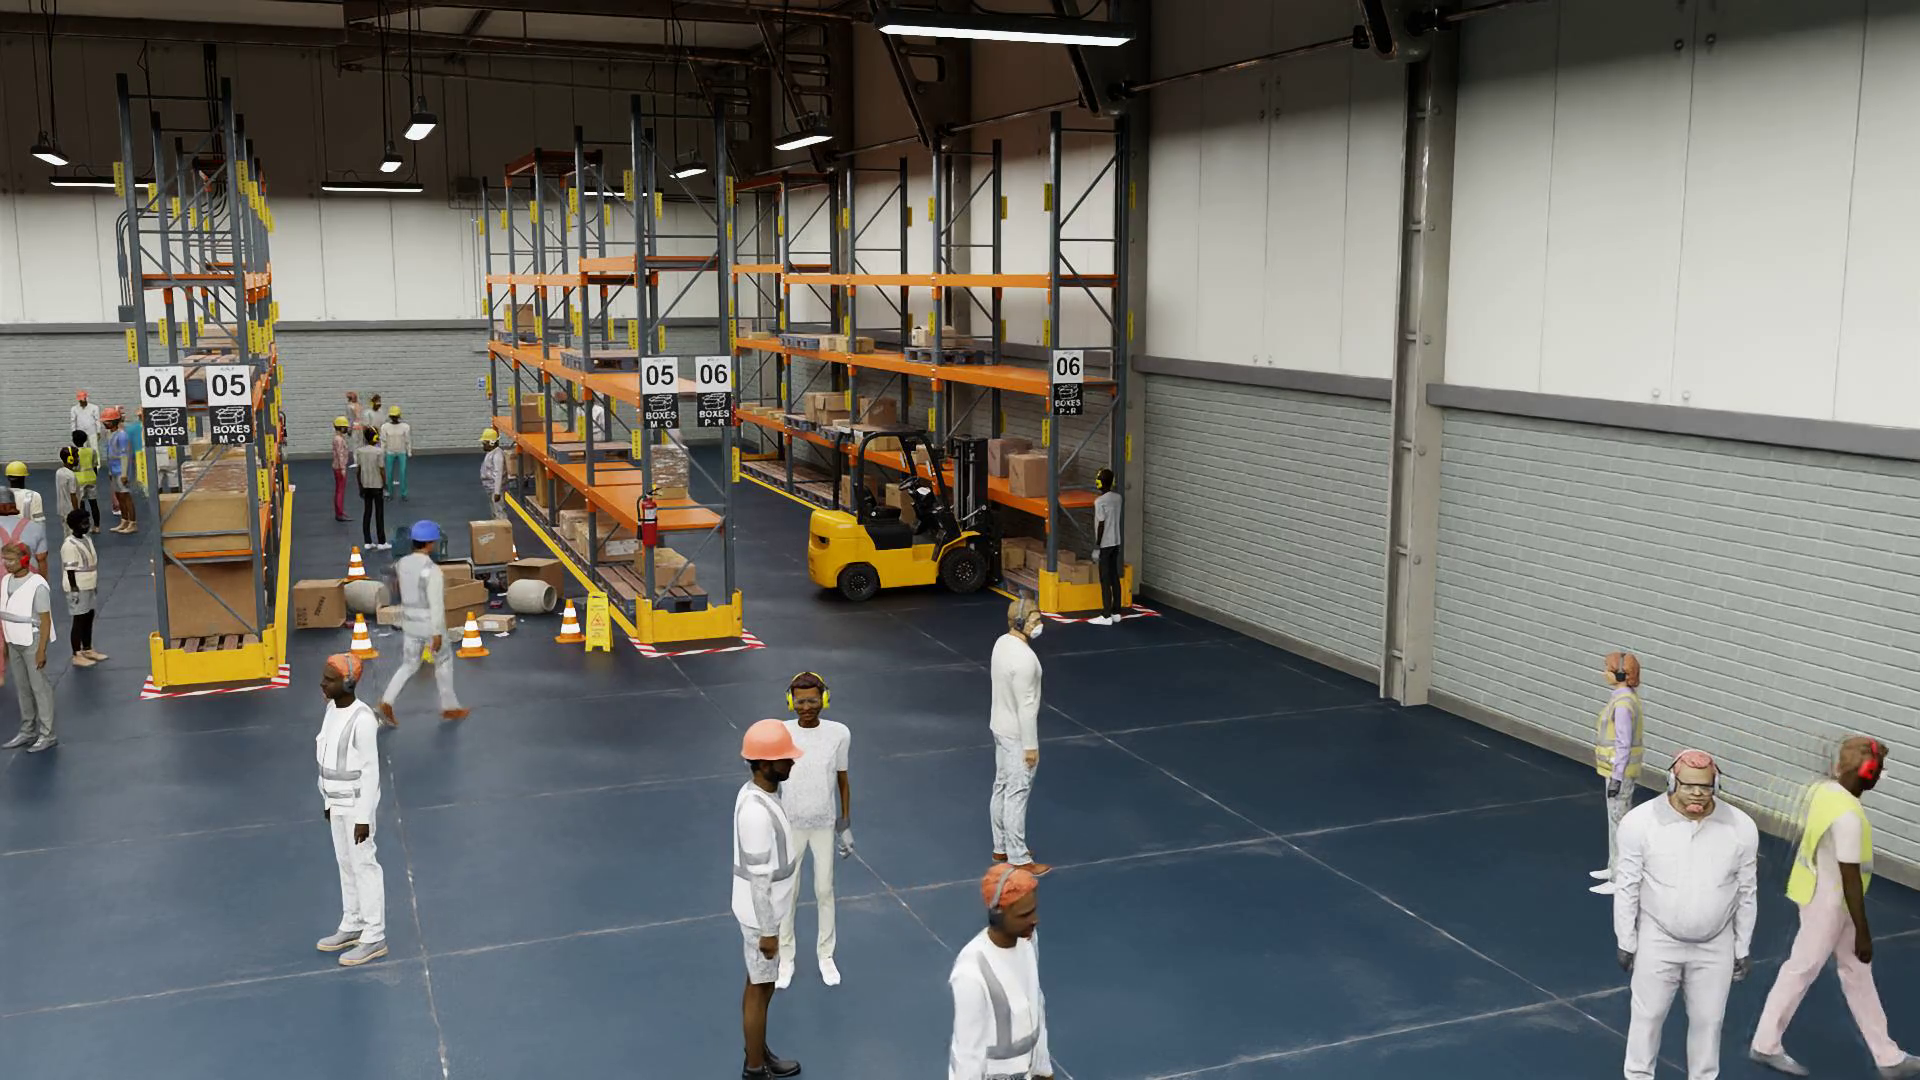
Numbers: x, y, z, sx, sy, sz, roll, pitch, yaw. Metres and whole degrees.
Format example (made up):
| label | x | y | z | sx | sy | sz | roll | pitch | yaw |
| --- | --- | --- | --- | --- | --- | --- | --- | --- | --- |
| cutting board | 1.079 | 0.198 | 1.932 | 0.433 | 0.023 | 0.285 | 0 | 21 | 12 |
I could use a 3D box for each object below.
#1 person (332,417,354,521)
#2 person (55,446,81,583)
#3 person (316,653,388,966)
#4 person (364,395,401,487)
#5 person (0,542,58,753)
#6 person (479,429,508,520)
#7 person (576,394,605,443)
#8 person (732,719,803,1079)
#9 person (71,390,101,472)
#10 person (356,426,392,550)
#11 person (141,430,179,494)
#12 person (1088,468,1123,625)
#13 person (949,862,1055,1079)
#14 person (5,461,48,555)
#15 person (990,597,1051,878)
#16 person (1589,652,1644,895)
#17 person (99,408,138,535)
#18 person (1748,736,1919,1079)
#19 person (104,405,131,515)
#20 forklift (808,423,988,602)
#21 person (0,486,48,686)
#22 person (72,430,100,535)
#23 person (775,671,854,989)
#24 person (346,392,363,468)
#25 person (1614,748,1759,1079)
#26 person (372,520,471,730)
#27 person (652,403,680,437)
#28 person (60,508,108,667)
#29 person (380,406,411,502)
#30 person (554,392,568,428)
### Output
| label | x | y | z | sx | sy | sz | roll | pitch | yaw |
| --- | --- | --- | --- | --- | --- | --- | --- | --- | --- |
| person | -10.423 | -1.201 | 28.076 | 0.325 | 1.765 | 0.533 | -4 | 10 | -24 |
| person | -11.902 | -0.326 | 22.271 | 0.525 | 1.867 | 0.317 | 8 | 12 | 41 |
| person | -3.689 | 1.605 | 10.037 | 0.355 | 1.885 | 0.576 | -8 | 12 | -42 |
| person | -11.366 | -1.933 | 32.515 | 0.975 | 1.821 | 0.540 | 3 | 9 | 16 |
| person | -8.109 | 0.918 | 14.473 | 0.567 | 1.848 | 0.389 | 5 | 10 | 27 |
| person | -7.073 | -0.781 | 25.264 | 0.404 | 1.825 | 0.594 | -4 | 10 | -25 |
| person | -7.227 | -1.996 | 32.749 | 0.726 | 1.860 | 0.663 | 0 | 9 | -3 |
| person | -0.960 | 1.846 | 8.357 | 0.364 | 1.935 | 0.542 | -1 | 9 | -6 |
| person | -18.372 | -2.281 | 34.961 | 0.577 | 1.737 | 0.354 | -2 | 9 | -12 |
| person | -8.857 | -0.781 | 25.102 | 0.513 | 1.871 | 0.329 | 3 | 9 | 18 |
| person | -13.104 | -1.217 | 27.375 | 0.619 | 2.030 | 0.454 | -4 | 10 | -23 |
| person | 1.725 | 0.080 | 19.708 | 0.335 | 1.864 | 0.521 | 7 | 11 | 38 |
| person | 0.165 | 2.160 | 6.558 | 0.392 | 1.878 | 0.608 | 5 | 10 | 26 |
| person | -11.218 | 0.021 | 19.871 | 0.594 | 1.925 | 0.378 | -1 | 9 | -8 |
| person | 0.397 | 1.349 | 11.489 | 0.377 | 1.936 | 0.628 | -2 | 9 | -15 |
| person | 4.399 | 1.554 | 11.123 | 0.308 | 1.639 | 0.524 | 4 | 10 | 22 |
| person | -13.486 | -1.098 | 26.603 | 0.604 | 2.034 | 0.418 | 8 | 12 | 42 |
| person | 4.557 | 1.896 | 8.482 | 0.928 | 1.783 | 0.643 | 4 | 10 | 25 |
| person | -14.551 | -1.379 | 28.792 | 0.394 | 1.899 | 0.641 | -5 | 10 | -30 |
| forklift | -0.830 | -0.399 | 21.676 | 2.313 | 2.155 | 1.214 | -4 | 10 | -21 |
| person | -9.622 | 0.446 | 16.841 | 0.686 | 2.000 | 0.535 | -8 | 12 | -40 |
| person | -13.933 | -0.907 | 26.431 | 0.318 | 1.700 | 0.535 | 4 | 10 | 25 |
| person | -0.879 | 1.671 | 9.661 | 0.517 | 1.874 | 0.327 | -1 | 9 | -7 |
| person | -13.067 | -2.380 | 35.884 | 0.315 | 1.641 | 0.514 | 0 | 9 | 2 |
| person | 3.481 | 1.925 | 7.998 | 0.636 | 1.900 | 0.402 | 2 | 9 | 11 |
| person | -4.928 | 0.774 | 15.149 | 0.601 | 1.923 | 0.876 | 6 | 11 | 32 |
| person | -6.123 | -2.292 | 34.702 | 0.624 | 1.844 | 0.429 | -4 | 10 | -25 |
| person | -9.301 | 0.502 | 17.602 | 0.319 | 1.687 | 0.538 | -1 | 9 | -7 |
| person | -10.333 | -1.584 | 30.484 | 0.533 | 1.767 | 0.327 | -3 | 9 | -17 |
| person | -8.642 | -2.401 | 36.079 | 0.378 | 1.622 | 0.500 | 3 | 10 | 21 |
